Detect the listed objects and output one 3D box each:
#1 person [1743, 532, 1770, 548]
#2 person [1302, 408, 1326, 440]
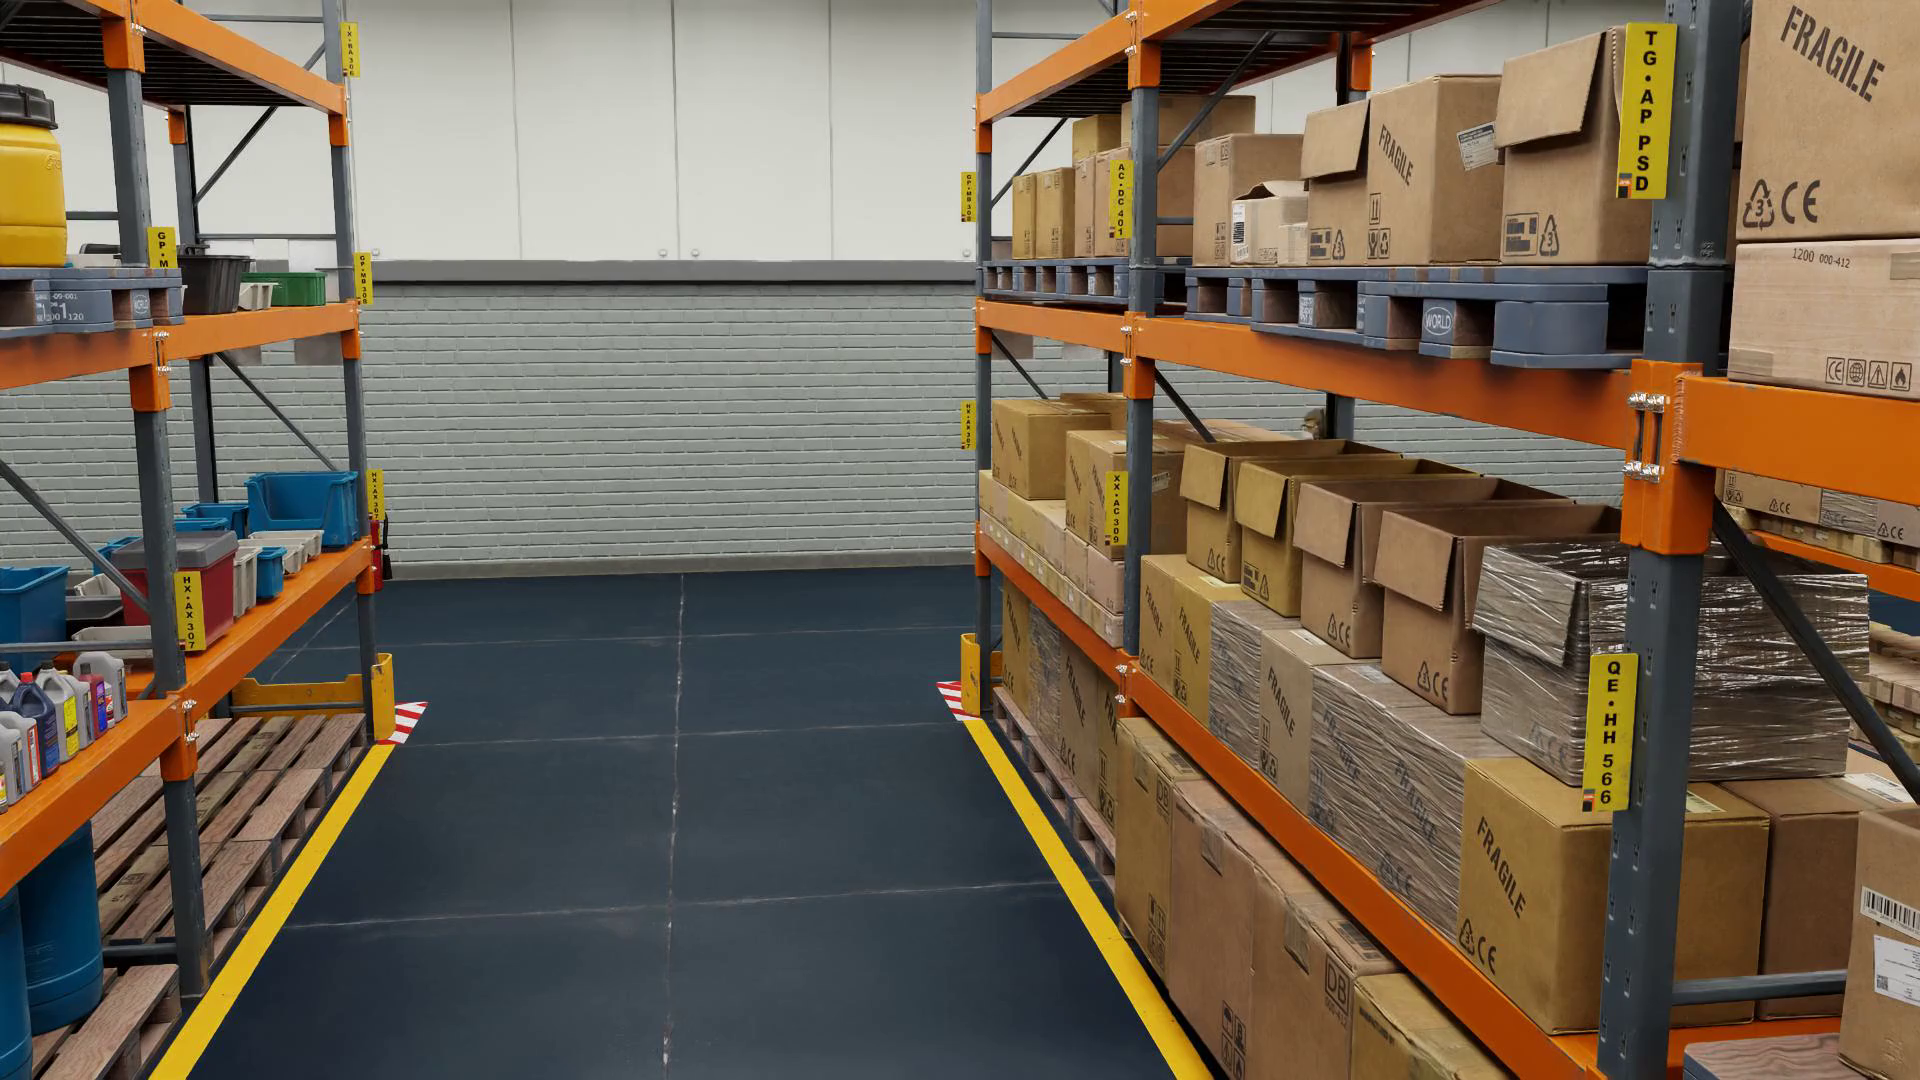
[{"bbox_3d":[3.705,0.860,7.953,0.644,1.787,0.971,0,9,0],"label":"person"},{"bbox_3d":[2.891,-0.113,13.540,0.440,1.924,0.658,-4,10,-22],"label":"person"}]
